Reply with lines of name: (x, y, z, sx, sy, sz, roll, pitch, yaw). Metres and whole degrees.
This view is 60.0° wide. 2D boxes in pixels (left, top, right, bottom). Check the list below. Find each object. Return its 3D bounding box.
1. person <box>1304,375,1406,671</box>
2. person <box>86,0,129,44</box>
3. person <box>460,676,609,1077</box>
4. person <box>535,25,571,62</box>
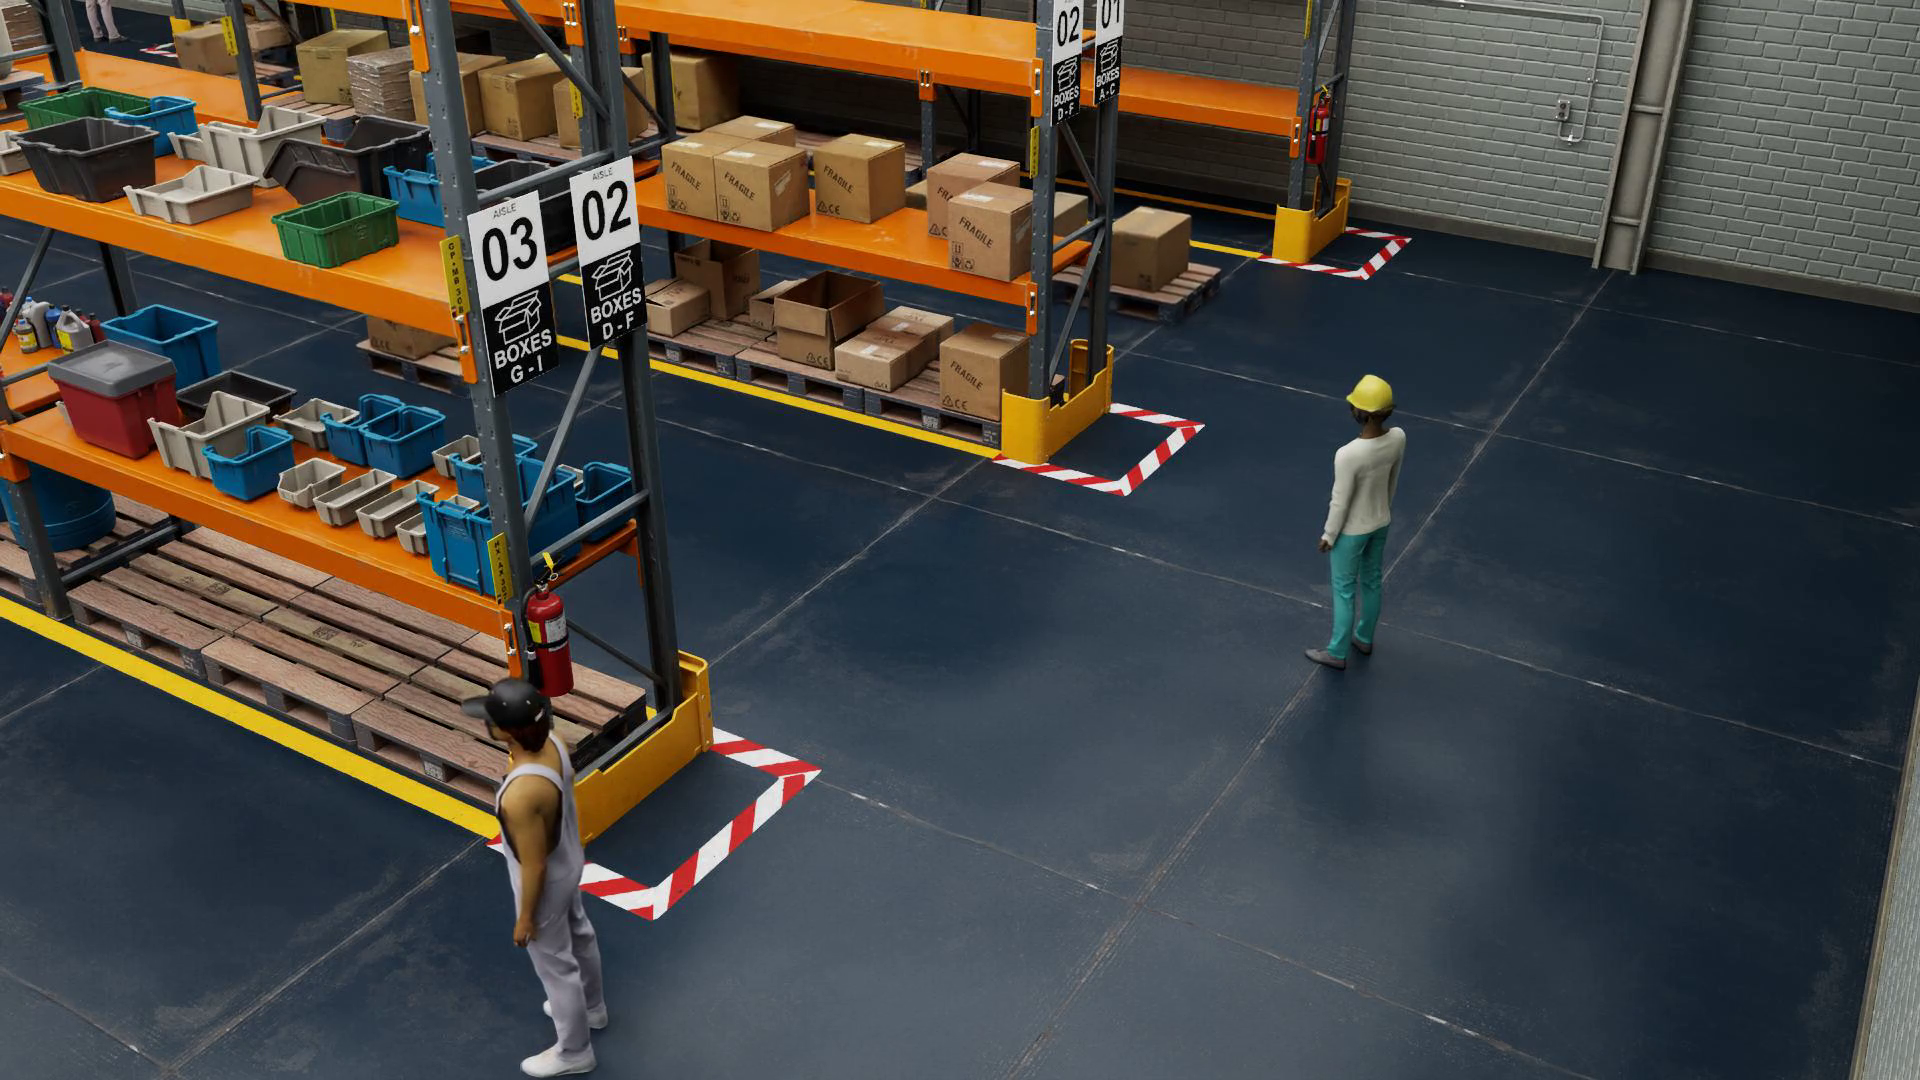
person: (2.214, -0.094, 9.262, 0.524, 1.770, 0.303, -21, 35, -32)
person: (-12.057, -7.848, 23.096, 0.569, 1.843, 0.374, 8, 30, 13)
person: (-1.683, 1.335, 6.601, 0.380, 1.861, 0.534, 2, 29, 4)
person: (-4.107, -4.437, 17.126, 0.533, 1.696, 0.322, 10, 31, 17)
